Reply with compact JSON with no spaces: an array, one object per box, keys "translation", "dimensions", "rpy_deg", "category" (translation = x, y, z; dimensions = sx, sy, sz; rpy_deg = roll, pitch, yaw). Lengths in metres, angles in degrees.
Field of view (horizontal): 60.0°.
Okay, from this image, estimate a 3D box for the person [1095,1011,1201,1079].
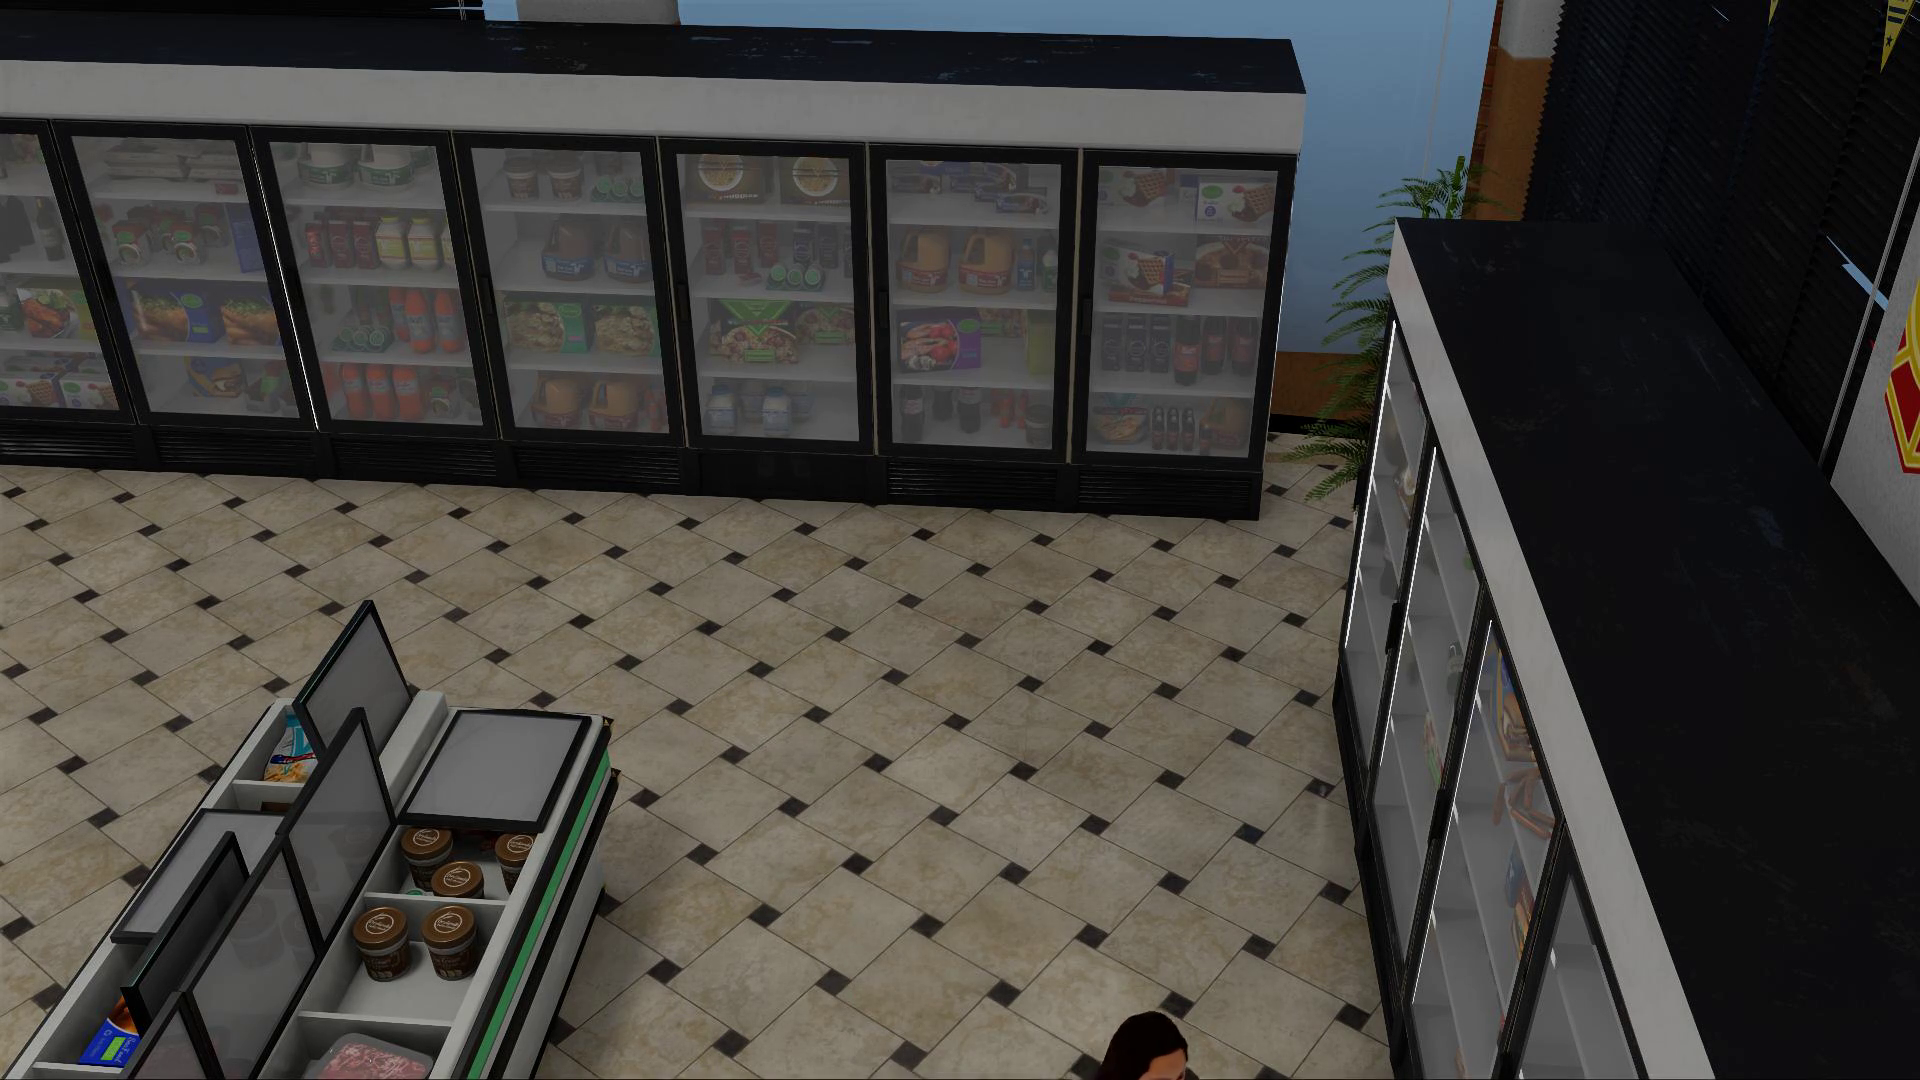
[{"translation":[0.428,1.766,4.446],"dimensions":[0.732,1.468,0.786],"rpy_deg":[-16,35,-24],"category":"person"}]
